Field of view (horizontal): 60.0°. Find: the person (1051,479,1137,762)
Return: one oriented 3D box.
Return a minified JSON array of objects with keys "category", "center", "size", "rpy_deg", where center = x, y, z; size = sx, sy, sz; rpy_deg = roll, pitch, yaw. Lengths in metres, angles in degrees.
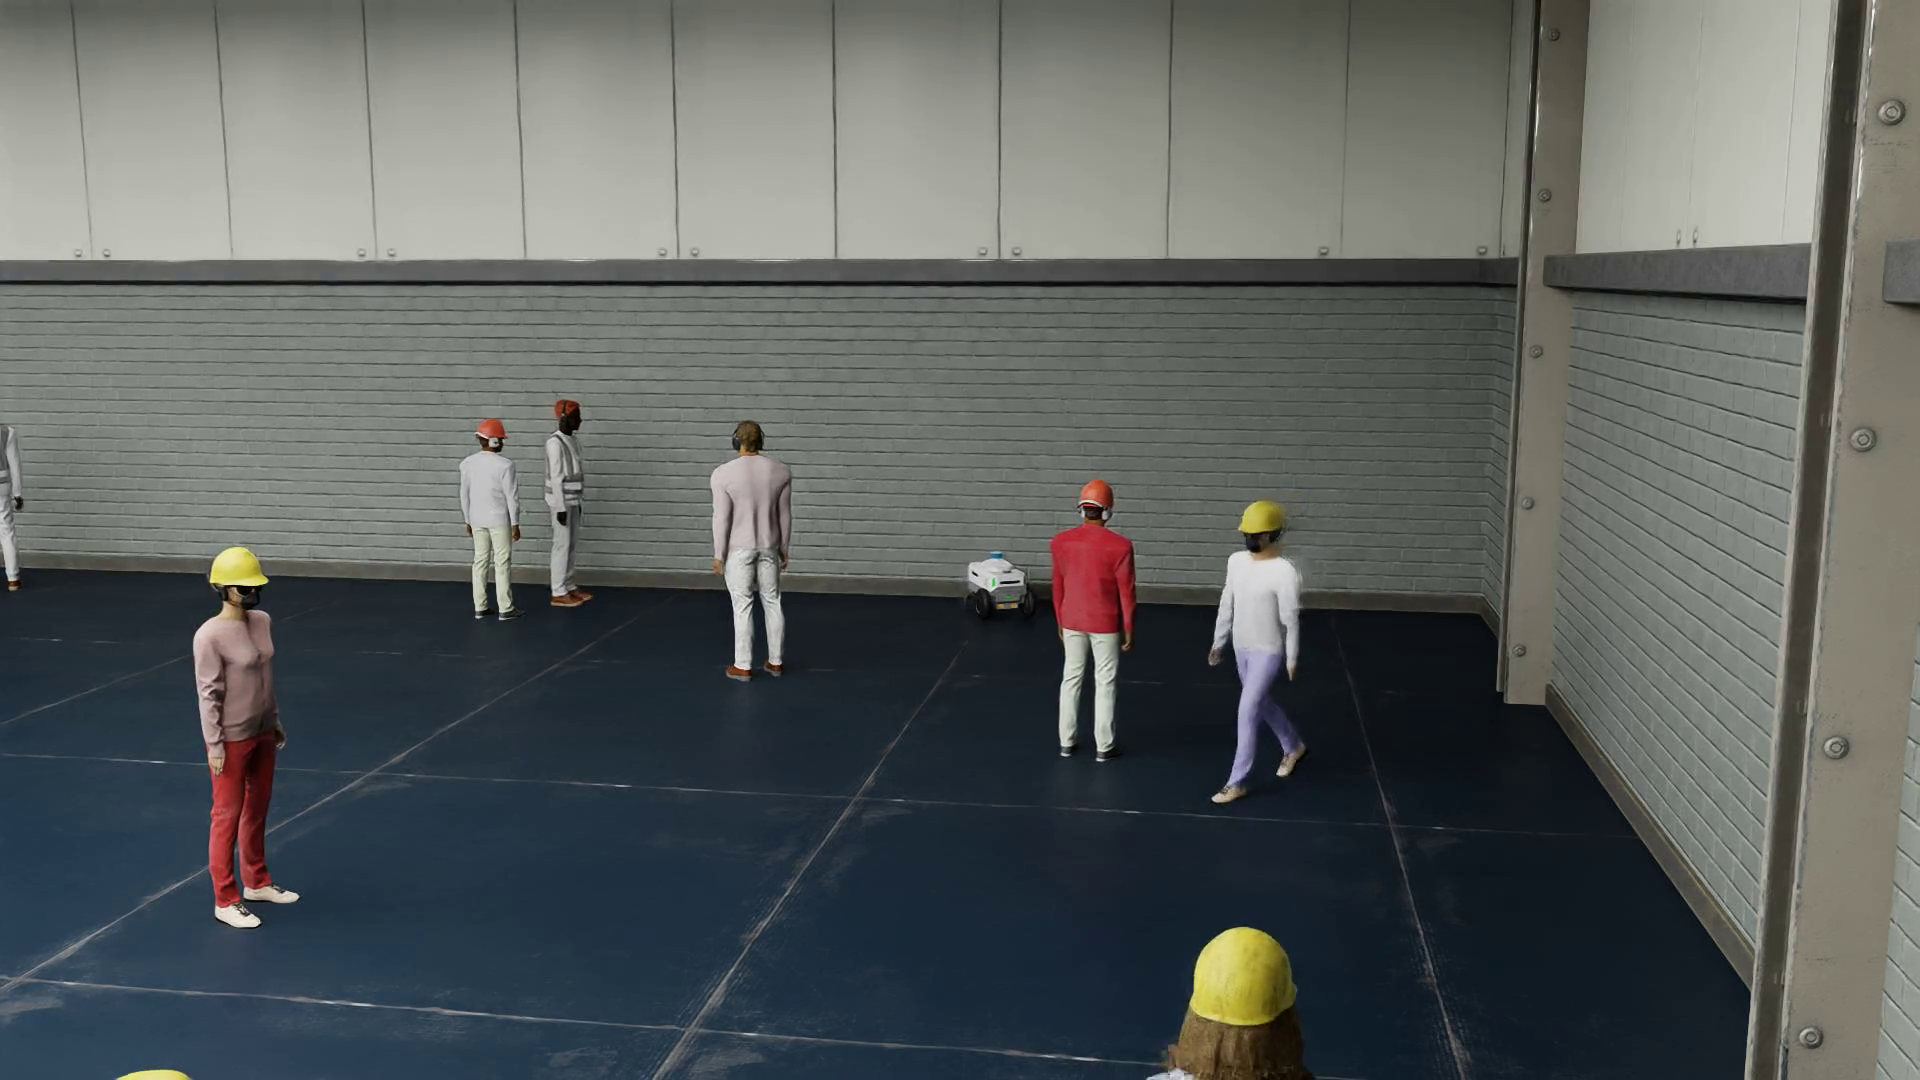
[{"category":"person","center":[0.844,0.493,10.360],"size":[0.566,1.744,0.353],"rpy_deg":[5,10,28]}]

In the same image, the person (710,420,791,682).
[{"category":"person","center":[-1.545,0.079,12.326],"size":[0.629,1.939,0.371],"rpy_deg":[-5,11,-29]}]

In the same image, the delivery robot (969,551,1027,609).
[{"category":"delivery robot","center":[0.329,0.341,14.672],"size":[0.477,0.478,0.707],"rpy_deg":[-3,10,-17]}]

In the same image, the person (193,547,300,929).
[{"category":"person","center":[-3.325,0.905,7.759],"size":[0.317,1.767,0.534],"rpy_deg":[2,9,10]}]

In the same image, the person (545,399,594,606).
[{"category":"person","center":[-3.568,-0.340,15.095],"size":[0.354,1.878,0.582],"rpy_deg":[1,9,6]}]

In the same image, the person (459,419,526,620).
[{"category":"person","center":[-4.066,-0.181,14.501],"size":[0.573,1.747,0.337],"rpy_deg":[4,10,21]}]

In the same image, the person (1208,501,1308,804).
[{"category":"person","center":[1.777,0.613,9.677],"size":[0.865,1.729,0.523],"rpy_deg":[-6,11,-32]}]

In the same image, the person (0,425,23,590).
[{"category":"person","center":[-9.161,-0.434,15.672],"size":[0.598,1.877,0.347],"rpy_deg":[-7,12,-37]}]

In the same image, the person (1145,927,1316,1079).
[{"category":"person","center":[0.516,1.636,3.339],"size":[0.496,1.729,0.526],"rpy_deg":[7,12,38]}]

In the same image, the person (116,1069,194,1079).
[{"category":"person","center":[-1.237,1.703,2.633],"size":[0.404,1.830,0.602],"rpy_deg":[-2,9,-12]}]
